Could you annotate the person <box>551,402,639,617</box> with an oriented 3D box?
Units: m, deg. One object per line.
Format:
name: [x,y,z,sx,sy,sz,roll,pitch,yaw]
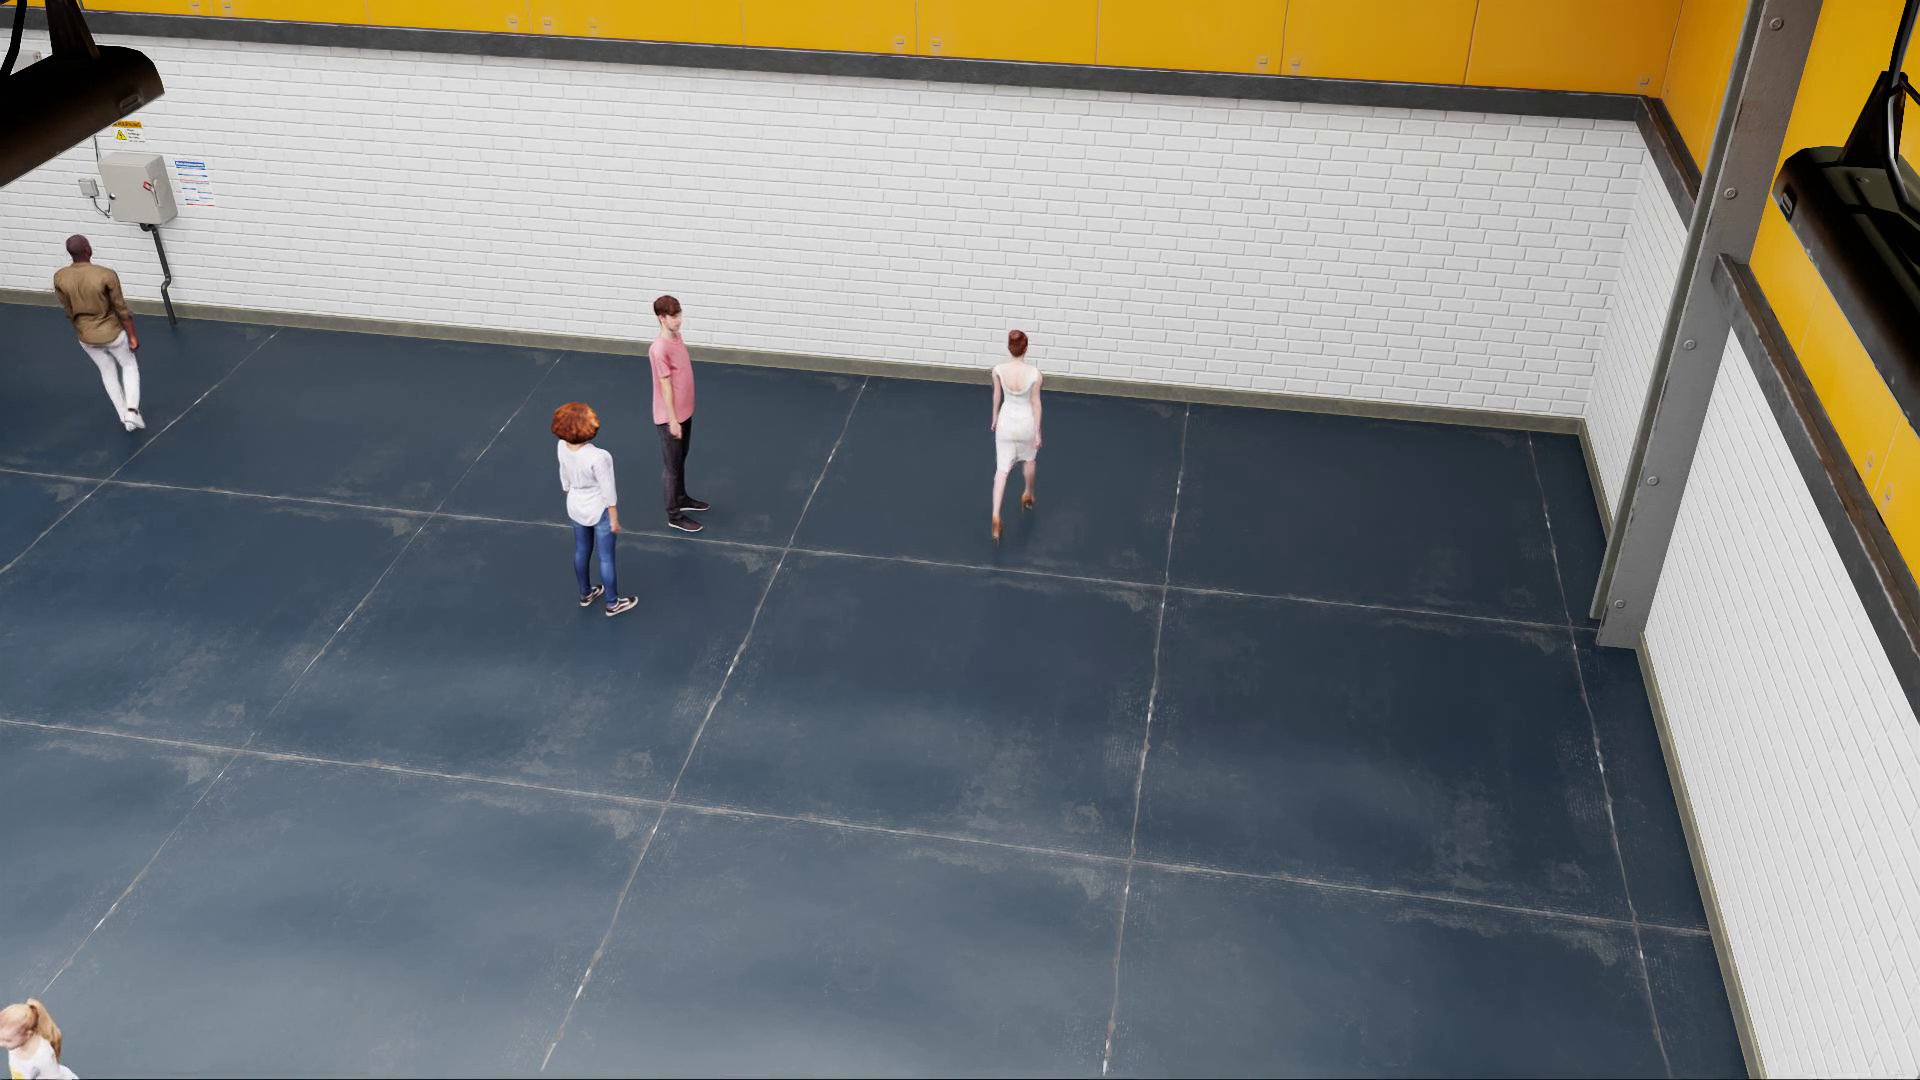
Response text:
person: [-2.708,-0.236,12.128,0.727,1.713,0.734,20,39,27]

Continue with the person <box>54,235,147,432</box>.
person: [-7.365,-1.712,14.260,0.847,1.810,0.875,-5,34,-7]

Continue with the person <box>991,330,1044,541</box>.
person: [0.398,-0.801,12.934,0.696,1.761,1.030,11,35,16]

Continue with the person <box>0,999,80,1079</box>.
person: [-4.405,2.691,8.126,0.574,1.268,0.606,23,40,31]

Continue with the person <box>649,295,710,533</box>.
person: [-2.258,-1.015,13.077,0.700,1.960,0.500,3,34,5]
